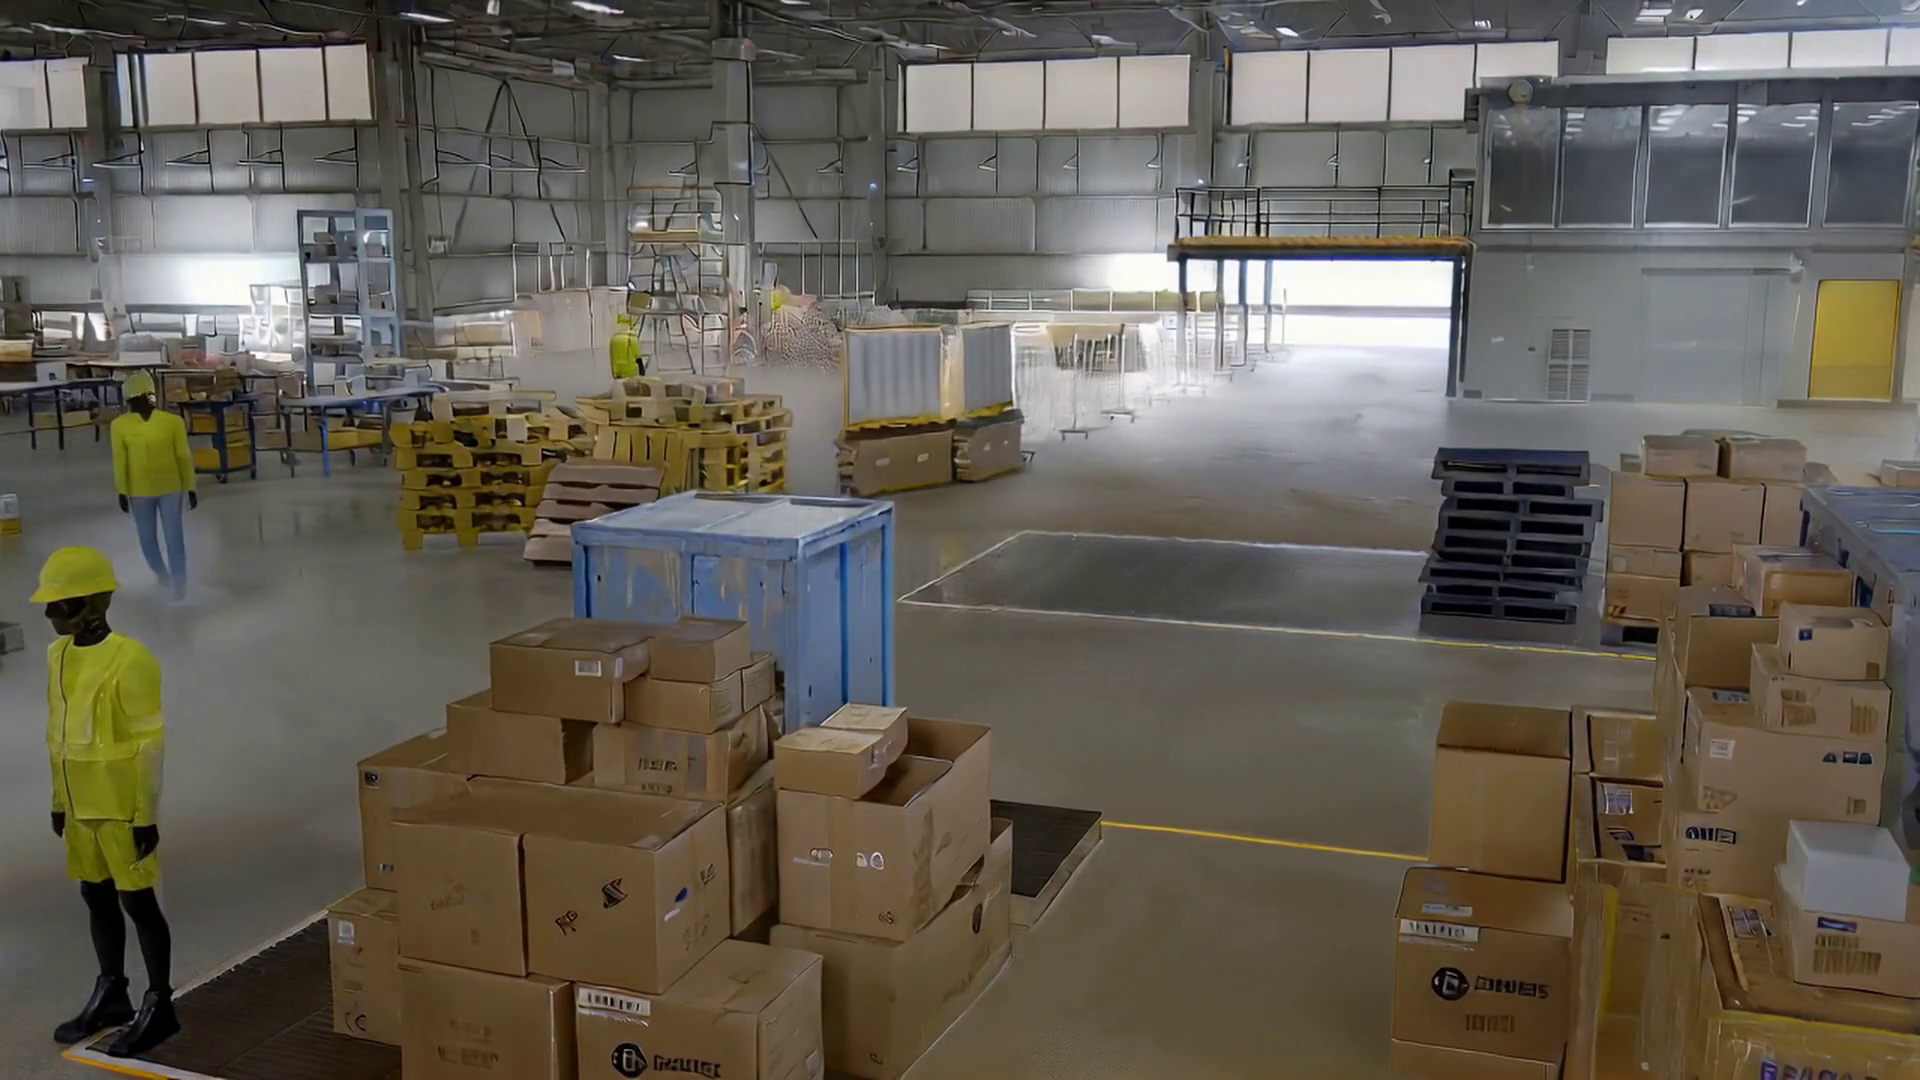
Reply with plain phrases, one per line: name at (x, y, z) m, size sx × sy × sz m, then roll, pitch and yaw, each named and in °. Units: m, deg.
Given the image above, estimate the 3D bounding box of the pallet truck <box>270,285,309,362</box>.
pallet truck at (-17.147, -5.700, 43.663) m, size 0.823 × 1.965 × 1.885 m, roll 3°, pitch 11°, yaw 17°

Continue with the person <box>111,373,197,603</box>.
person at (-6.912, -0.468, 14.289) m, size 0.639 × 1.968 × 0.744 m, roll -4°, pitch 11°, yaw -20°

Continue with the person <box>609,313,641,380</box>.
person at (-5.359, -2.672, 26.780) m, size 0.545 × 1.939 × 0.354 m, roll 4°, pitch 11°, yaw 20°

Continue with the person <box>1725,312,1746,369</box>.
person at (18.265, -4.720, 39.169) m, size 0.497 × 1.625 × 0.287 m, roll 6°, pitch 12°, yaw 32°

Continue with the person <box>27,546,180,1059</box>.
person at (-3.222, 0.976, 6.230) m, size 0.552 × 1.937 × 0.356 m, roll 5°, pitch 11°, yaw 25°

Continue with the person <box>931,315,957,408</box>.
person at (-0.312, -3.302, 30.904) m, size 0.513 × 1.729 × 0.372 m, roll 3°, pitch 11°, yaw 17°

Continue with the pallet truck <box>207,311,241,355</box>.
pallet truck at (-19.537, -5.575, 44.913) m, size 0.653 × 1.274 × 1.630 m, roll 3°, pitch 11°, yaw 19°

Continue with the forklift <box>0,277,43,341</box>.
forklift at (-27.151, -6.329, 46.328) m, size 1.157 × 1.987 × 2.680 m, roll 3°, pitch 11°, yaw 17°

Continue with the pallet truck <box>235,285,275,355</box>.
pallet truck at (-18.327, -5.835, 44.421) m, size 0.823 × 1.965 × 1.885 m, roll 4°, pitch 11°, yaw 23°

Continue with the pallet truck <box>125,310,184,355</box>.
pallet truck at (-22.038, -5.665, 45.457) m, size 0.704 × 1.261 × 1.522 m, roll 3°, pitch 11°, yaw 17°

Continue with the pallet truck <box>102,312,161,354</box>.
pallet truck at (-23.057, -5.777, 46.261) m, size 0.680 × 1.201 × 1.601 m, roll 3°, pitch 11°, yaw 19°
